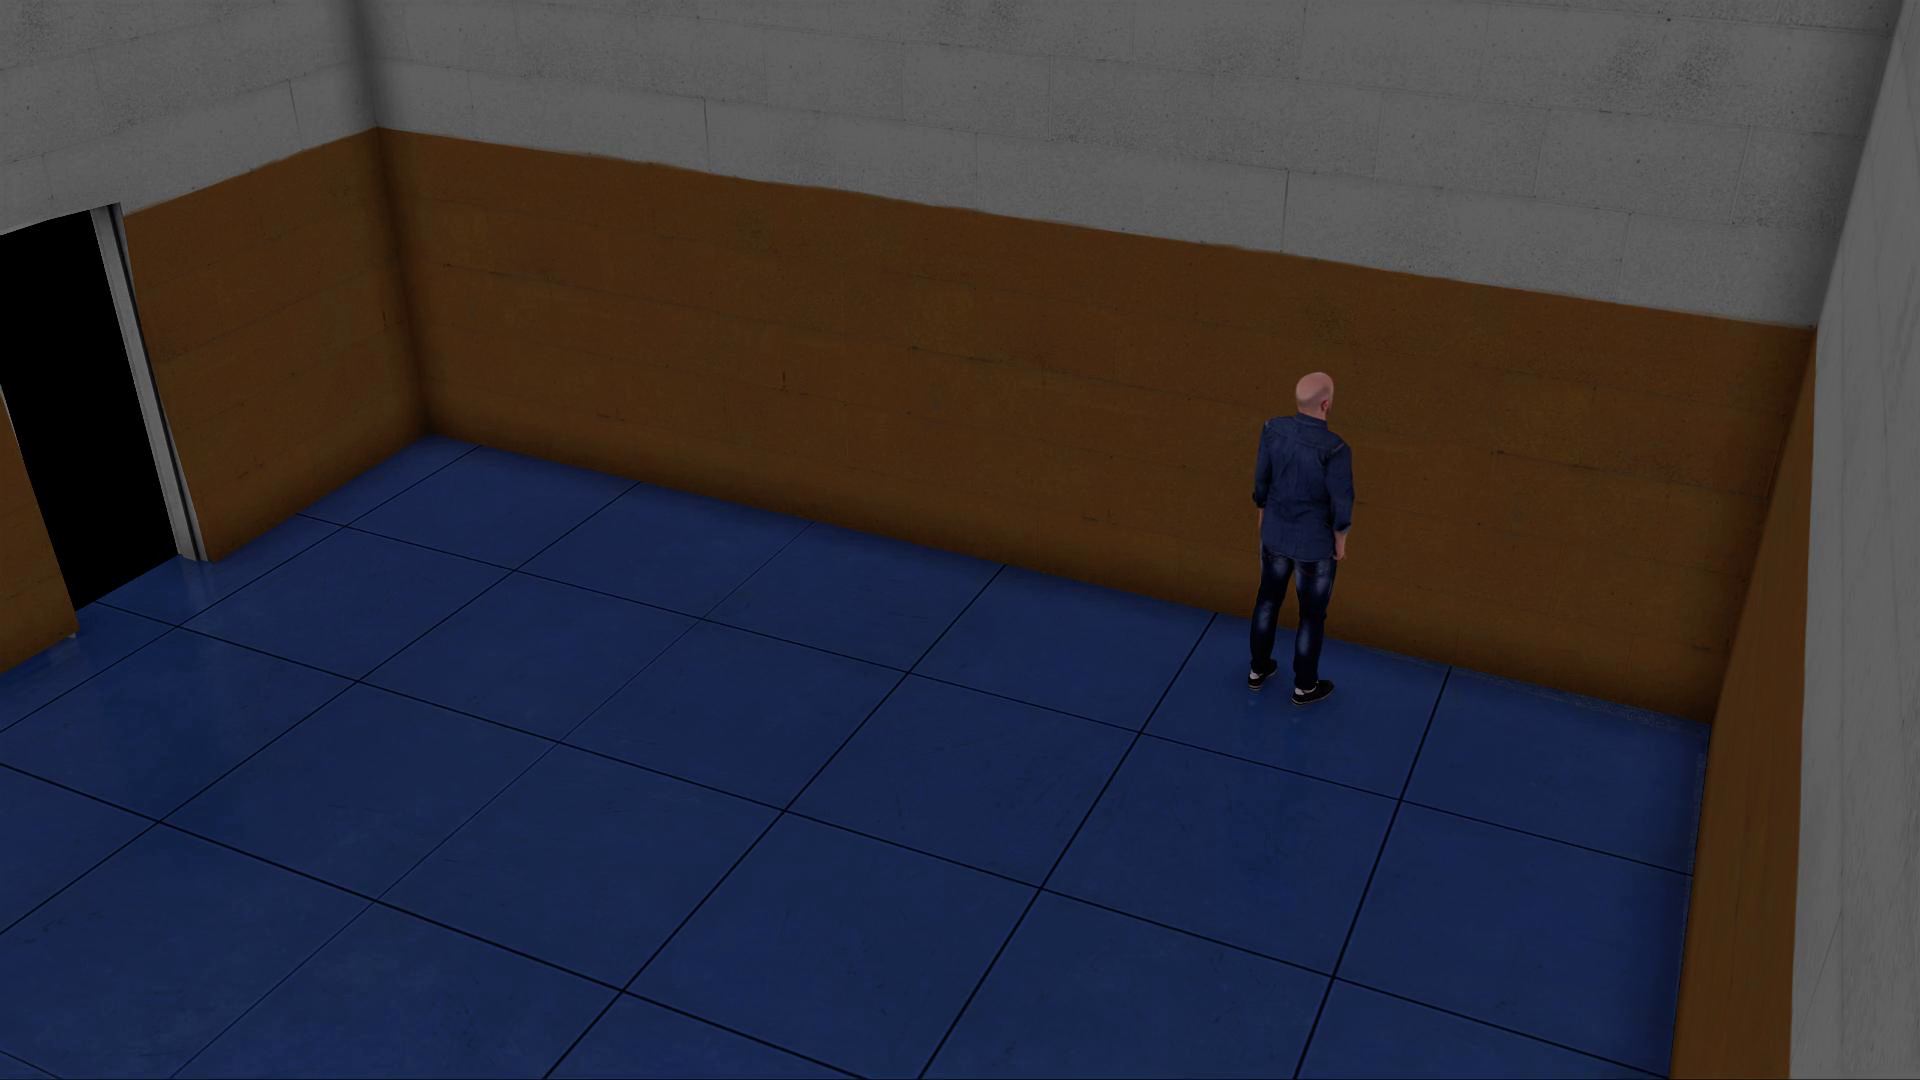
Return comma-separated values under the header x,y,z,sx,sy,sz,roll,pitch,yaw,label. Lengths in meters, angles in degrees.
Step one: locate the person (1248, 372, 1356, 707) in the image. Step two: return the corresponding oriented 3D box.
x,y,z,sx,sy,sz,roll,pitch,yaw,label
1.734,-0.005,8.484,0.629,1.826,0.834,22,36,35,person
